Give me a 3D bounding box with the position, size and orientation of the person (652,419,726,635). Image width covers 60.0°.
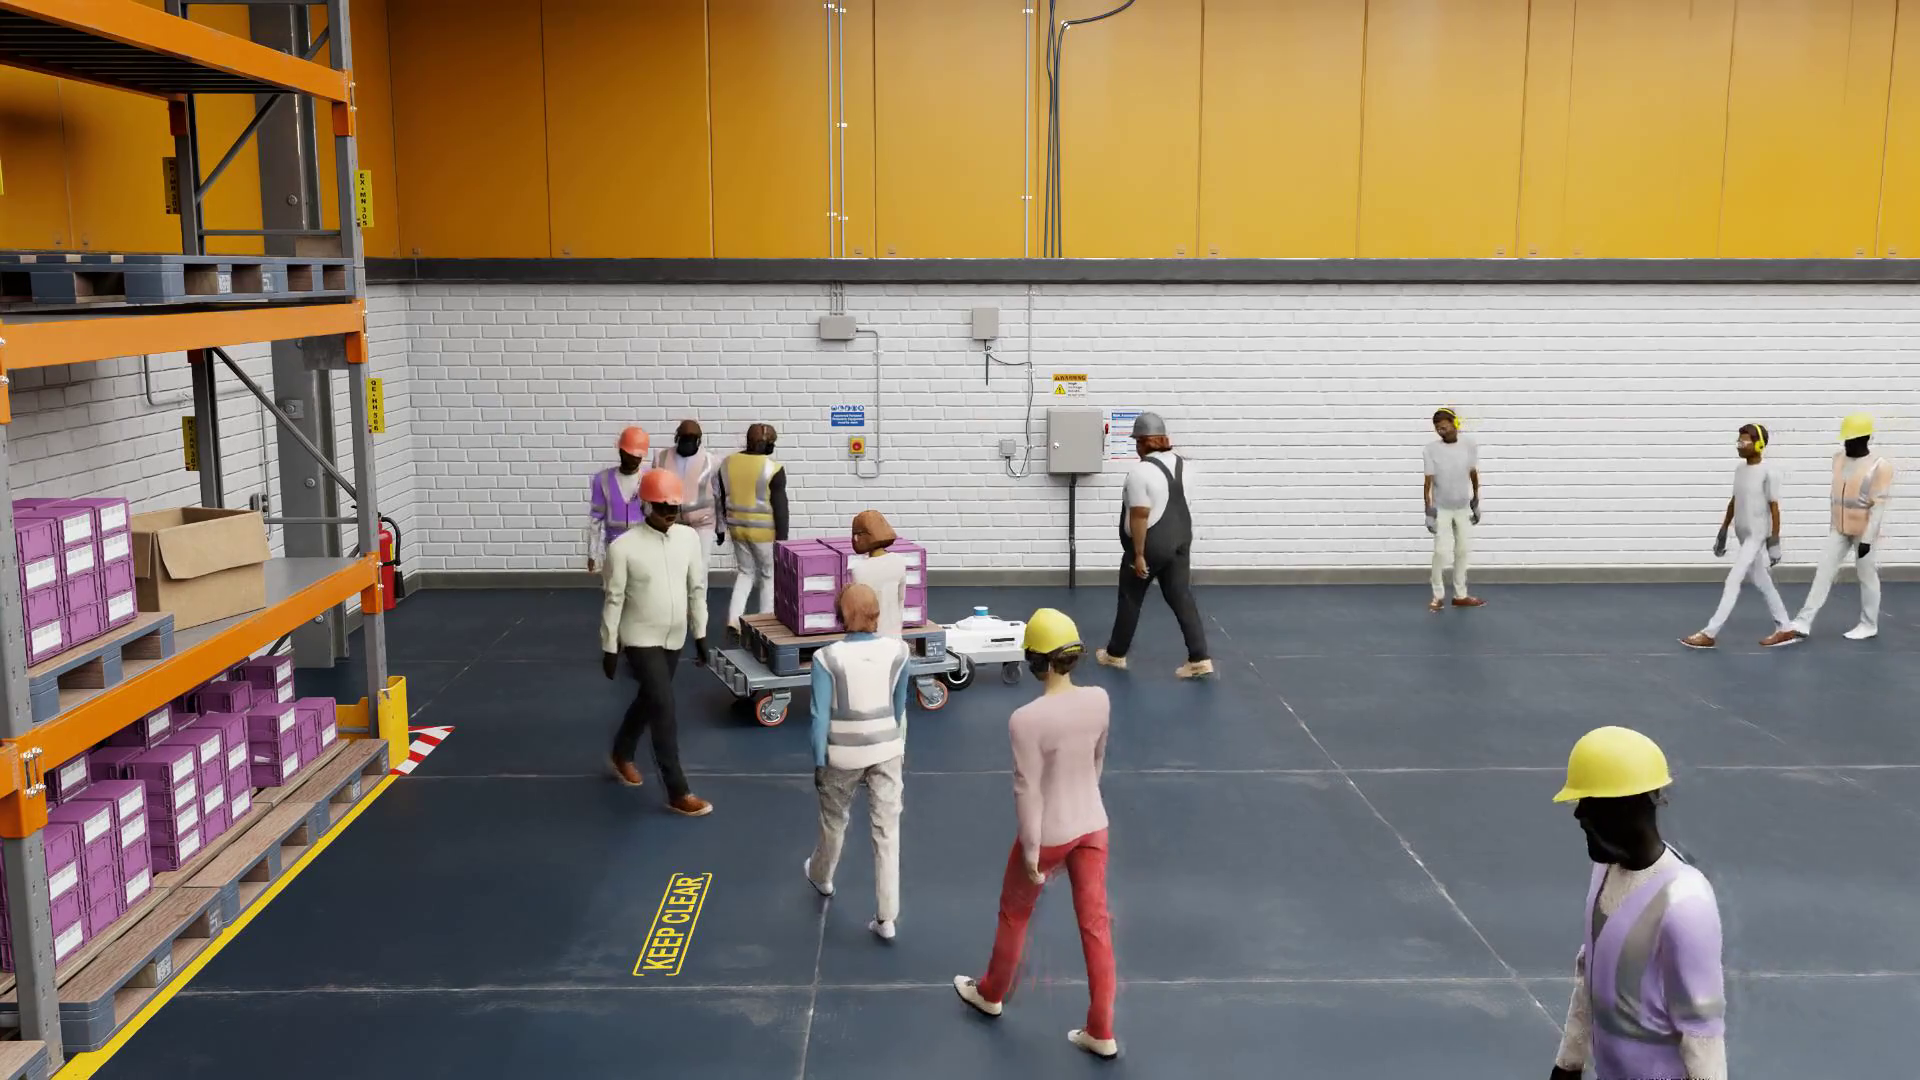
[{"bbox_3d":[-2.252,-0.141,14.014,0.644,1.811,0.736,2,9,9],"label":"person"}]

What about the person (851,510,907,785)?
[{"bbox_3d":[-0.494,0.631,9.802,0.283,1.633,0.498,5,11,29],"label":"person"}]

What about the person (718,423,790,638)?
[{"bbox_3d":[-1.649,-0.048,13.420,0.651,1.812,0.580,5,10,27],"label":"person"}]

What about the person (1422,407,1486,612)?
[{"bbox_3d":[4.420,-0.267,14.730,0.712,1.830,0.378,-2,9,-10],"label":"person"}]

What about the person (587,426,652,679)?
[{"bbox_3d":[-2.513,0.047,12.643,0.602,1.887,0.890,-1,9,-3],"label":"person"}]

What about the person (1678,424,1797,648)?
[{"bbox_3d":[6.290,-0.027,13.288,1.005,1.817,0.530,-1,9,-3],"label":"person"}]

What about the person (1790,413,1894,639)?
[{"bbox_3d":[7.152,-0.086,13.449,0.973,1.871,0.607,-3,10,-19],"label":"person"}]

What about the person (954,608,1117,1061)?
[{"bbox_3d":[0.330,1.116,6.542,0.533,1.731,0.864,-7,11,-35],"label":"person"}]

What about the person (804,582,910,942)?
[{"bbox_3d":[-0.475,0.992,7.705,0.512,1.595,0.884,-3,10,-20],"label":"person"}]

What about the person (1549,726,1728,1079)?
[{"bbox_3d":[1.807,1.410,4.355,0.963,1.861,0.604,1,9,7],"label":"person"}]

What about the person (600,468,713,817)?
[{"bbox_3d":[-1.780,0.540,9.459,1.003,1.950,0.613,7,12,38],"label":"person"}]

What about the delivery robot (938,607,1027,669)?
[{"bbox_3d":[0.155,0.732,12.194,0.707,0.478,0.477,-2,9,-13],"label":"delivery robot"}]

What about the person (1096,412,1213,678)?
[{"bbox_3d":[1.510,0.001,12.419,0.697,2.000,0.999,-7,12,-38],"label":"person"}]
